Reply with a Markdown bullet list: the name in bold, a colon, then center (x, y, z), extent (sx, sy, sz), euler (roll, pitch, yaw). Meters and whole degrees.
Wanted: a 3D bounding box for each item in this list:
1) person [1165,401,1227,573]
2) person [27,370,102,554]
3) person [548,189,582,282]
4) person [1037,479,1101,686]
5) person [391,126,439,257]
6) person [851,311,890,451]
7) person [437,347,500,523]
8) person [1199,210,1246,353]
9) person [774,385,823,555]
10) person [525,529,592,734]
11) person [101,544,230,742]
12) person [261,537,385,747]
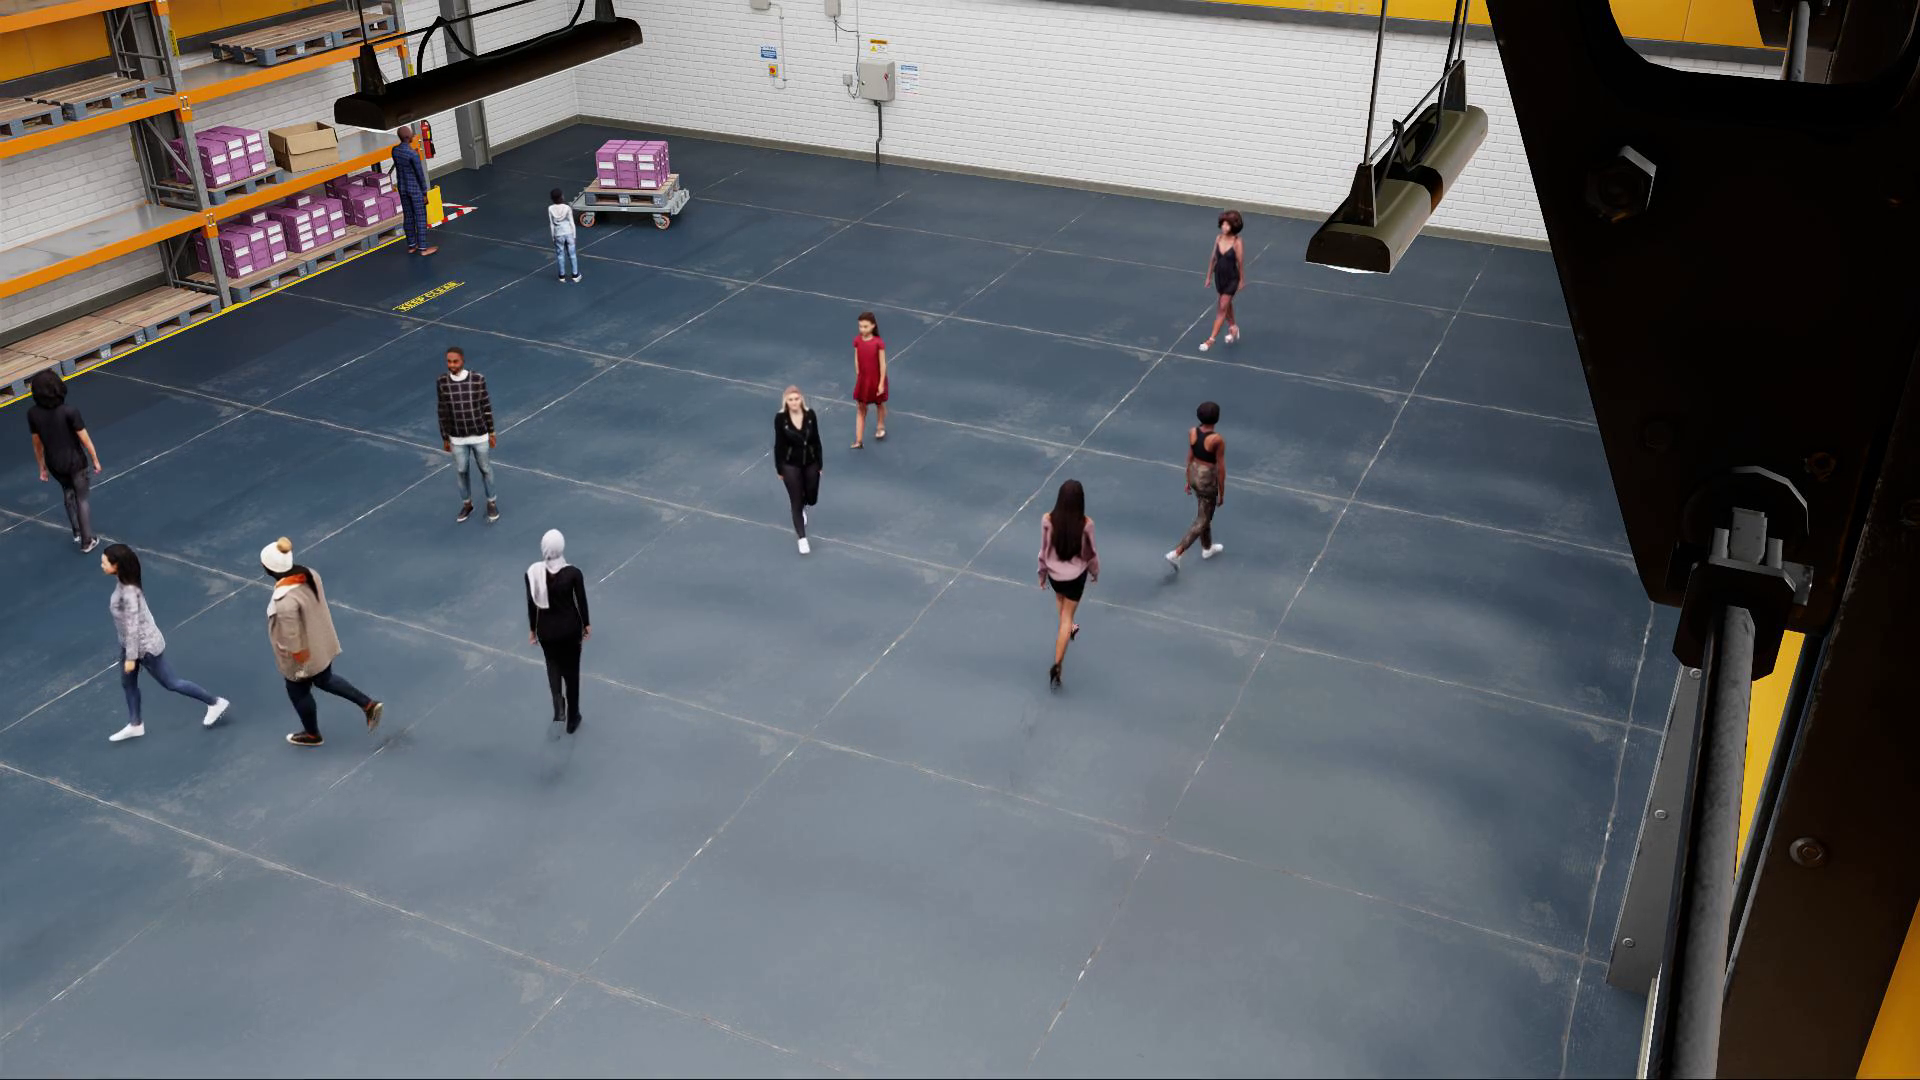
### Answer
- **person**: center (2.216, -0.476, 15.454), extent (1.162, 1.673, 0.863), euler (-23, 36, -36)
- **person**: center (-8.479, -0.705, 15.717), extent (0.790, 1.823, 0.814), euler (-4, 29, -7)
- **person**: center (-5.406, -4.162, 22.642), extent (0.562, 1.260, 0.604), euler (-3, 29, -5)
- **person**: center (0.871, 0.390, 13.777), extent (0.776, 1.757, 1.152), euler (8, 30, 14)
- **person**: center (-7.752, -4.943, 23.491), extent (0.632, 1.817, 0.576), euler (13, 31, 22)
- **person**: center (-0.924, -1.758, 17.980), extent (0.682, 1.504, 1.082), euler (6, 29, 11)
- **person**: center (-4.832, -1.061, 16.373), extent (0.747, 1.819, 0.742), euler (-3, 29, -6)
- **person**: center (3.297, -3.162, 20.304), extent (0.821, 1.744, 1.174), euler (24, 37, 37)
- **person**: center (-1.549, -0.718, 15.903), extent (0.912, 1.667, 0.985), euler (-8, 30, -15)
- **person**: center (-3.150, 0.782, 13.050), extent (0.760, 1.767, 0.798), euler (-2, 29, -3)
- **person**: center (-6.335, 0.808, 13.069), extent (1.199, 1.701, 1.014), euler (-16, 33, -27)
- **person**: center (-4.975, 0.806, 12.894), extent (0.982, 1.873, 1.065), euler (2, 29, 4)
